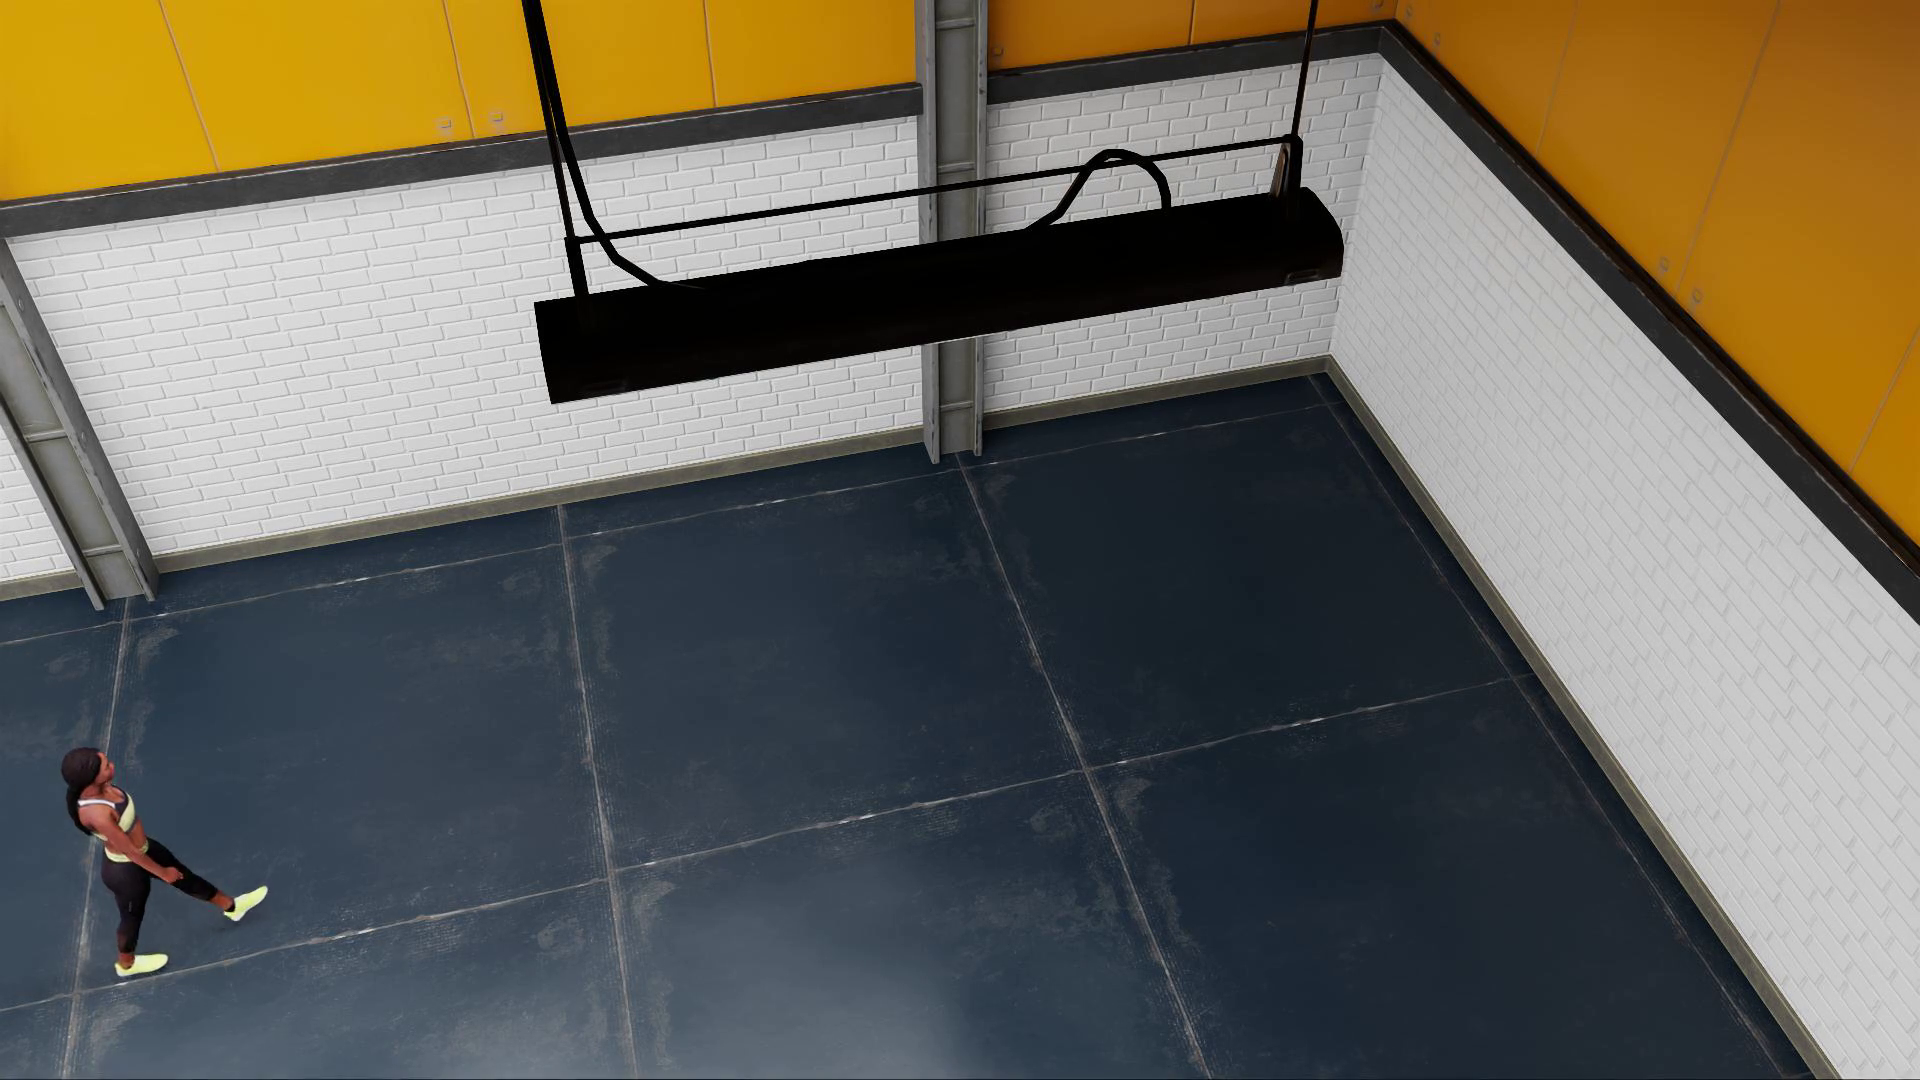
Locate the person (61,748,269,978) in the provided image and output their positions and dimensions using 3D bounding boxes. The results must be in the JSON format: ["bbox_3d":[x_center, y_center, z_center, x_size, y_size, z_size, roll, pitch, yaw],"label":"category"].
[{"bbox_3d":[-4.538,1.788,8.945,1.131,1.710,0.693,-18,46,-18],"label":"person"}]
